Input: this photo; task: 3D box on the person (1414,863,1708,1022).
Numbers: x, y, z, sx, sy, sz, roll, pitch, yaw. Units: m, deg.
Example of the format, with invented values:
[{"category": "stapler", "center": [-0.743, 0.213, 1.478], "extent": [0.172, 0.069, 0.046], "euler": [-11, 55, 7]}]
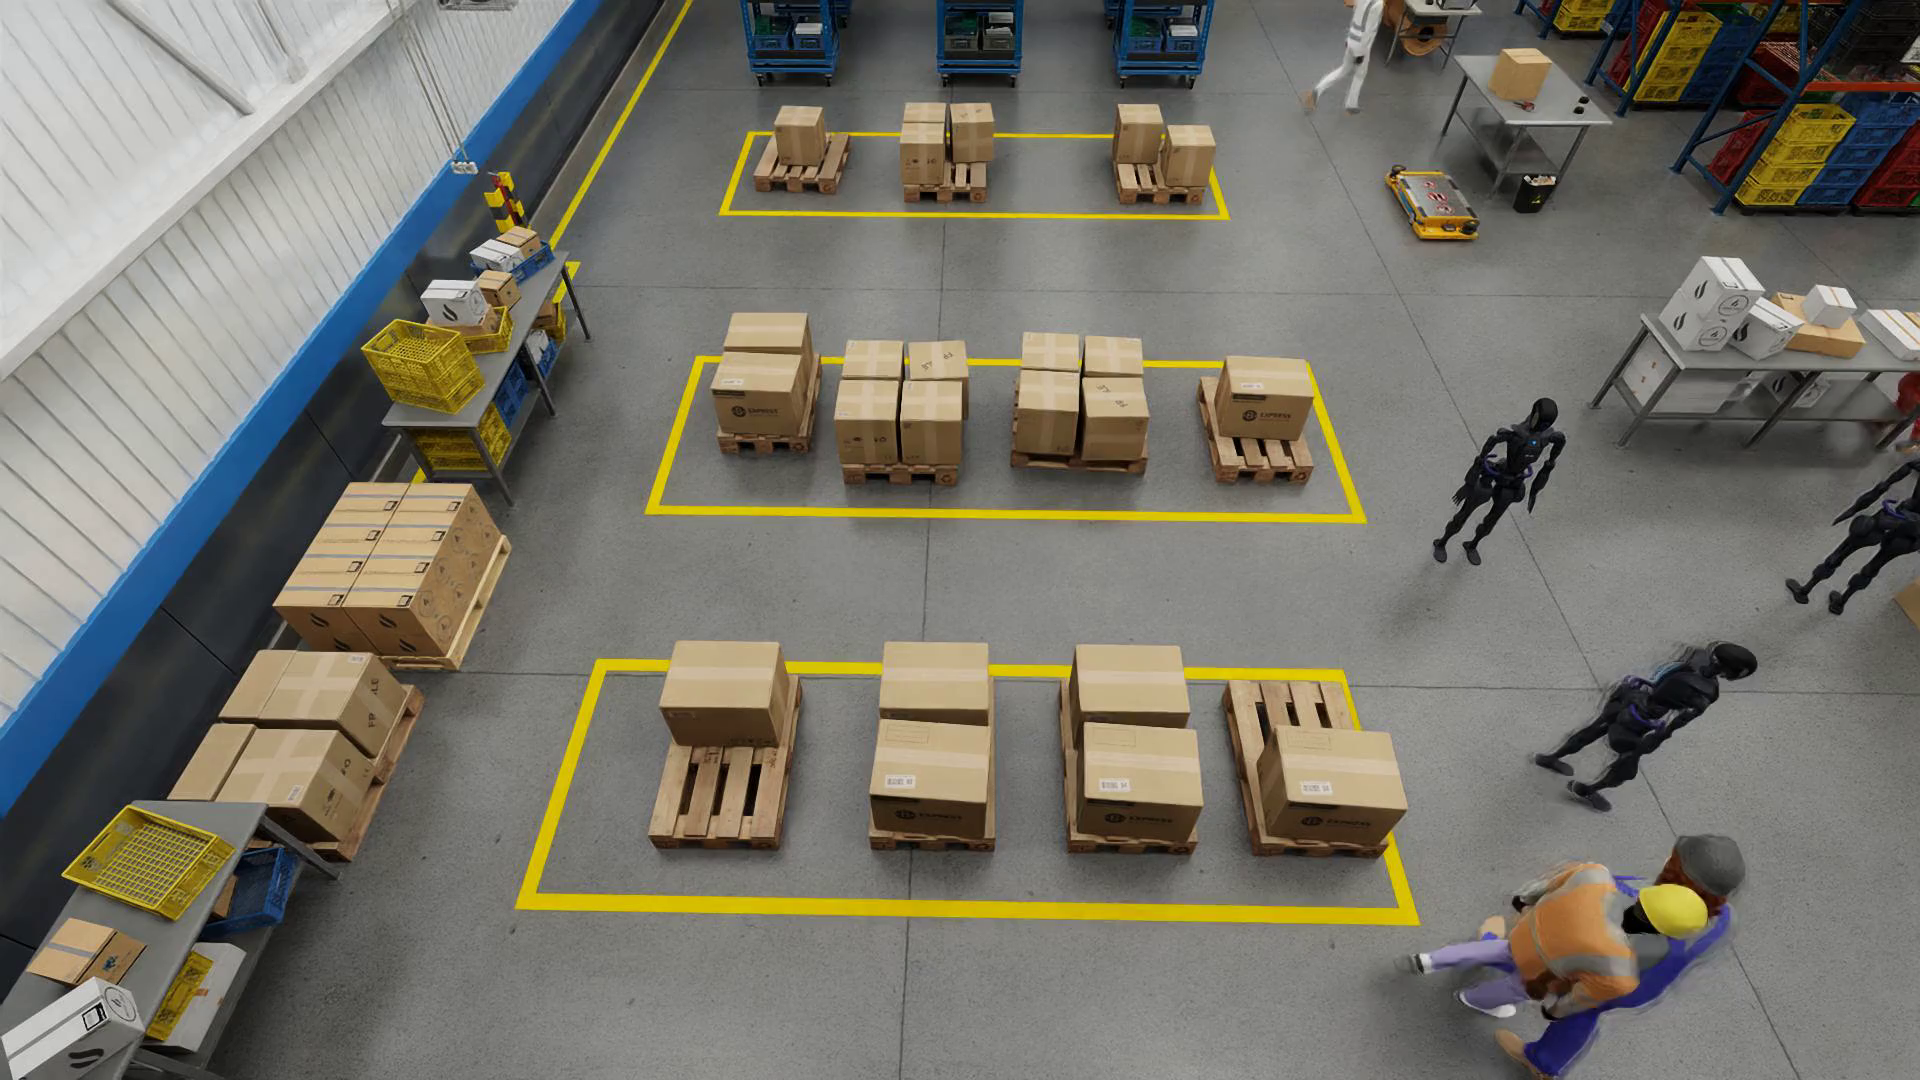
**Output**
[{"category": "person", "center": [2.940, 2.094, 4.647], "extent": [0.619, 1.888, 0.640], "euler": [6, 49, 5]}]

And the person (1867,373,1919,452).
[{"category": "person", "center": [8.594, -1.603, 7.792], "extent": [0.642, 1.967, 0.644], "euler": [-13, 50, -11]}]

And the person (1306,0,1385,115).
[{"category": "person", "center": [5.250, -6.624, 12.220], "extent": [0.787, 1.861, 0.581], "euler": [-6, 49, -5]}]

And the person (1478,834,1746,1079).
[{"category": "person", "center": [3.215, 2.046, 4.591], "extent": [0.719, 2.000, 0.858], "euler": [4, 49, 4]}]

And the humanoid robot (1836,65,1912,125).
[{"category": "humanoid robot", "center": [11.098, -5.429, 11.310], "extent": [0.627, 1.632, 0.586], "euler": [-4, 49, -3]}]

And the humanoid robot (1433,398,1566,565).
[{"category": "humanoid robot", "center": [4.106, -0.411, 6.956], "extent": [0.566, 1.652, 0.328], "euler": [6, 49, 5]}]

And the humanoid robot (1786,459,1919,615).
[{"category": "humanoid robot", "center": [6.839, -0.109, 6.690], "extent": [0.570, 1.650, 0.350], "euler": [20, 52, 17]}]

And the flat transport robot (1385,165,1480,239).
[{"category": "flat transport robot", "center": [5.692, -4.094, 11.059], "extent": [0.652, 0.197, 1.431], "euler": [1, 49, 1]}]

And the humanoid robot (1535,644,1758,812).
[{"category": "humanoid robot", "center": [4.220, 1.115, 5.647], "extent": [0.604, 1.631, 0.573], "euler": [18, 52, 15]}]
